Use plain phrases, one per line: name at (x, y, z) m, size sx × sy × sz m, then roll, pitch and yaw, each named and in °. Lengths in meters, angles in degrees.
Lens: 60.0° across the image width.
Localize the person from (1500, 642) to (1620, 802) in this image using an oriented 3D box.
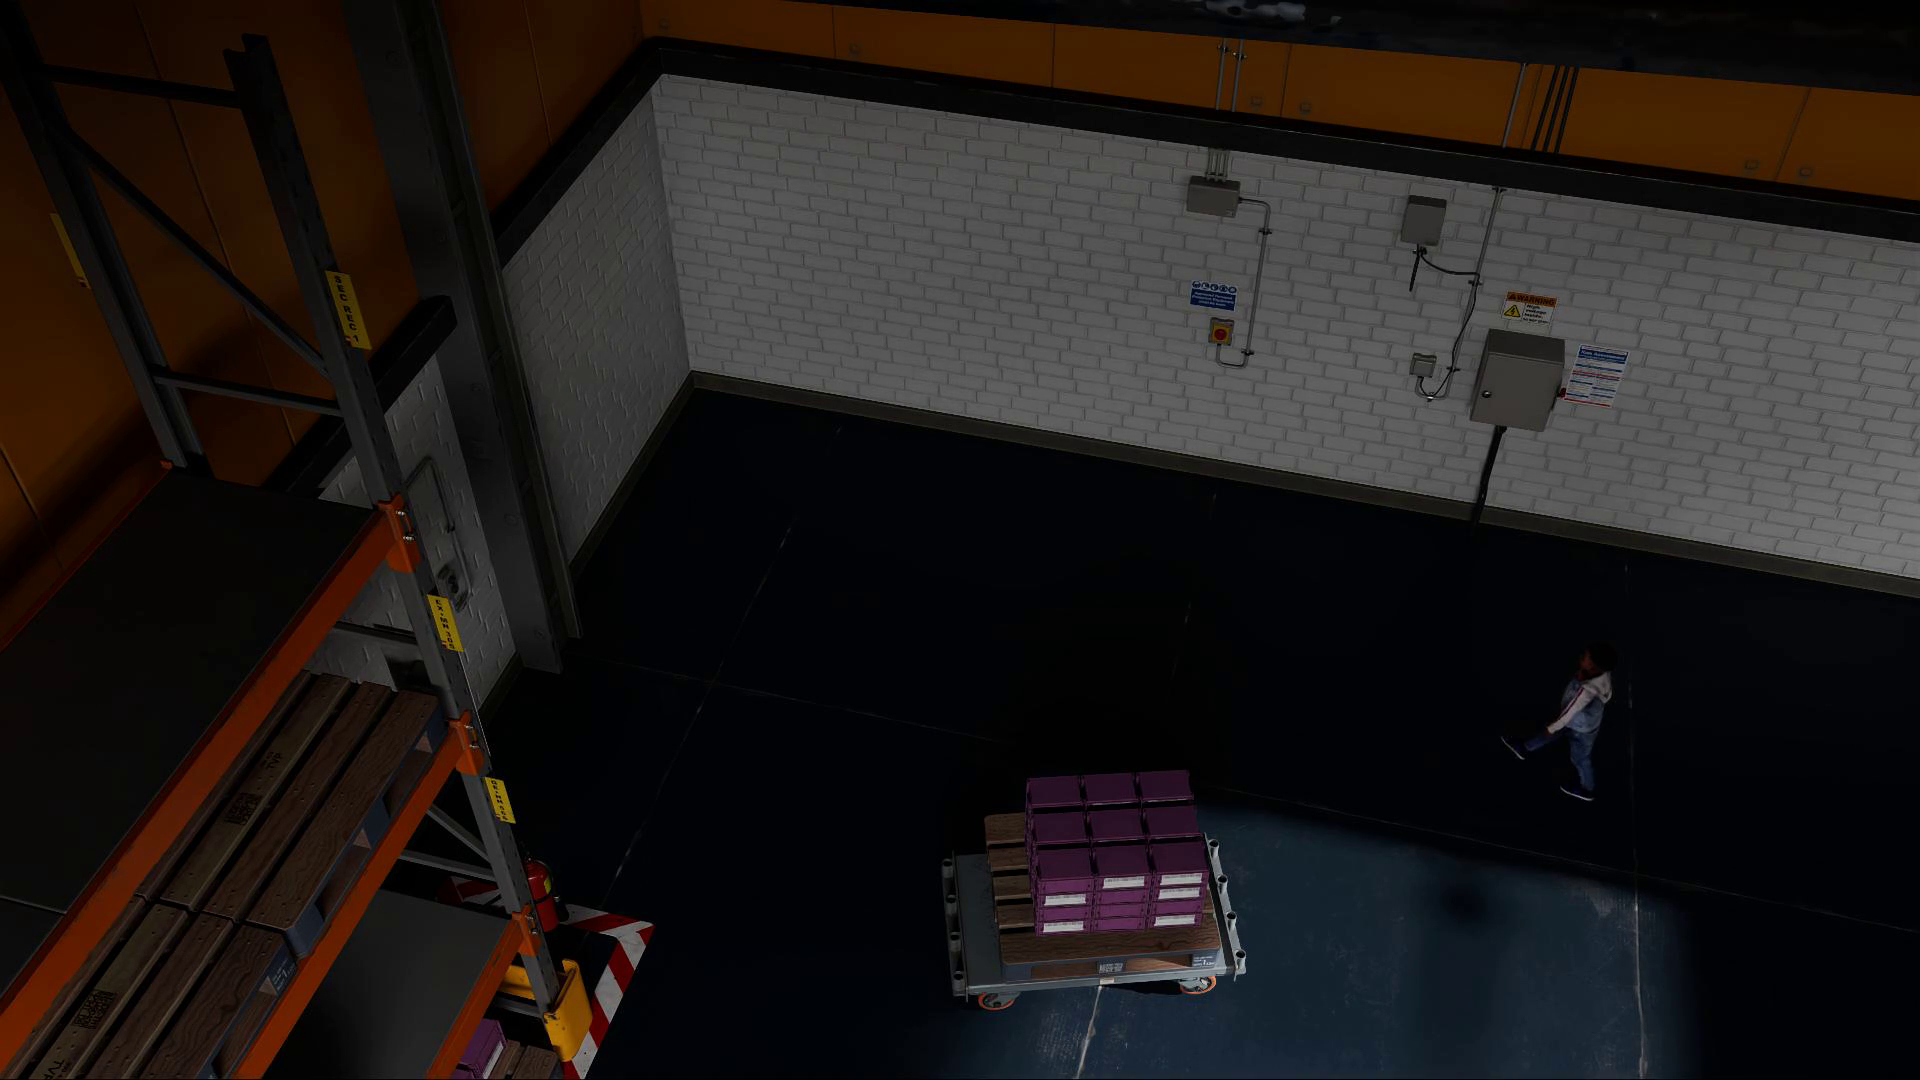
person at (3.853, 1.130, 10.197) m, size 0.728 × 1.223 × 0.880 m, roll 24°, pitch 49°, yaw 23°
